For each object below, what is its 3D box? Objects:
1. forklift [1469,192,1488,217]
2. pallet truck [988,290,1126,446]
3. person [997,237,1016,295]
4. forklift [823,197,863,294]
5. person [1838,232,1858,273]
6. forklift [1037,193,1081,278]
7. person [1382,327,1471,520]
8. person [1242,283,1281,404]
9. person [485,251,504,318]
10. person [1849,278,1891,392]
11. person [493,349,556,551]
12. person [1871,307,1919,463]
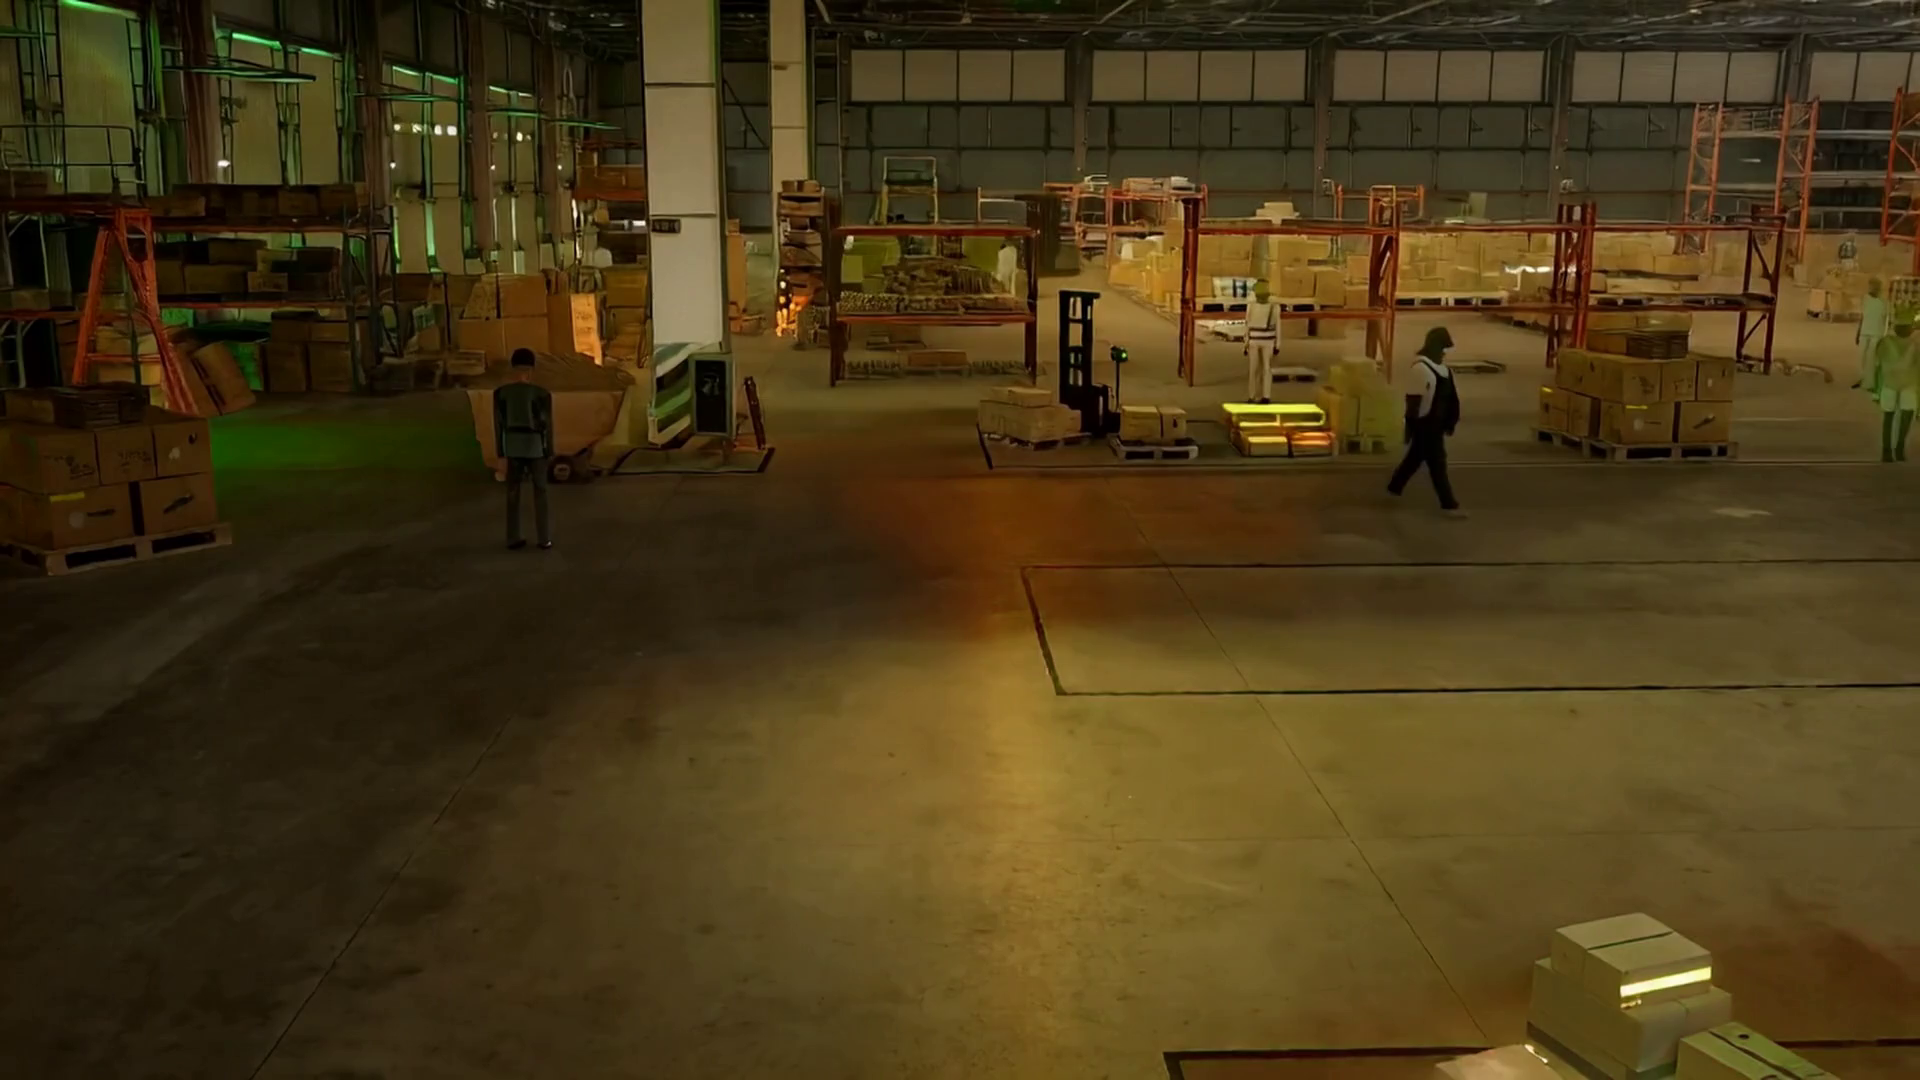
[{"bbox_3d":[18.635,-11.137,60.003,1.873,2.768,1.129,0,12,-2],"label":"forklift"},{"bbox_3d":[1.257,-2.299,22.111,1.885,1.965,0.823,-9,15,-35],"label":"pallet truck"},{"bbox_3d":[1.151,-6.673,42.005,0.373,1.935,0.628,10,16,38],"label":"person"},{"bbox_3d":[-3.870,-8.636,48.712,1.873,2.768,1.129,-4,13,-17],"label":"forklift"},{"bbox_3d":[25.066,-7.777,47.083,0.546,1.904,0.930,0,12,-2],"label":"person"},{"bbox_3d":[3.069,-10.310,56.271,1.873,2.768,1.129,-7,14,-28],"label":"forklift"},{"bbox_3d":[4.894,-1.281,17.416,1.051,2.000,0.692,9,16,37],"label":"person"},{"bbox_3d":[4.609,-2.983,25.457,0.583,1.882,0.337,8,15,31],"label":"person"},{"bbox_3d":[-11.469,-6.268,40.867,0.516,1.633,0.313,10,16,38],"label":"person"},{"bbox_3d":[14.908,-3.356,27.207,0.331,1.860,0.543,-6,14,-26],"label":"person"},{"bbox_3d":[-4.105,-0.848,15.753,0.584,1.918,0.408,1,13,5],"label":"person"},{"bbox_3d":[11.523,-1.892,20.443,0.585,1.922,0.457,5,14,23],"label":"person"}]
